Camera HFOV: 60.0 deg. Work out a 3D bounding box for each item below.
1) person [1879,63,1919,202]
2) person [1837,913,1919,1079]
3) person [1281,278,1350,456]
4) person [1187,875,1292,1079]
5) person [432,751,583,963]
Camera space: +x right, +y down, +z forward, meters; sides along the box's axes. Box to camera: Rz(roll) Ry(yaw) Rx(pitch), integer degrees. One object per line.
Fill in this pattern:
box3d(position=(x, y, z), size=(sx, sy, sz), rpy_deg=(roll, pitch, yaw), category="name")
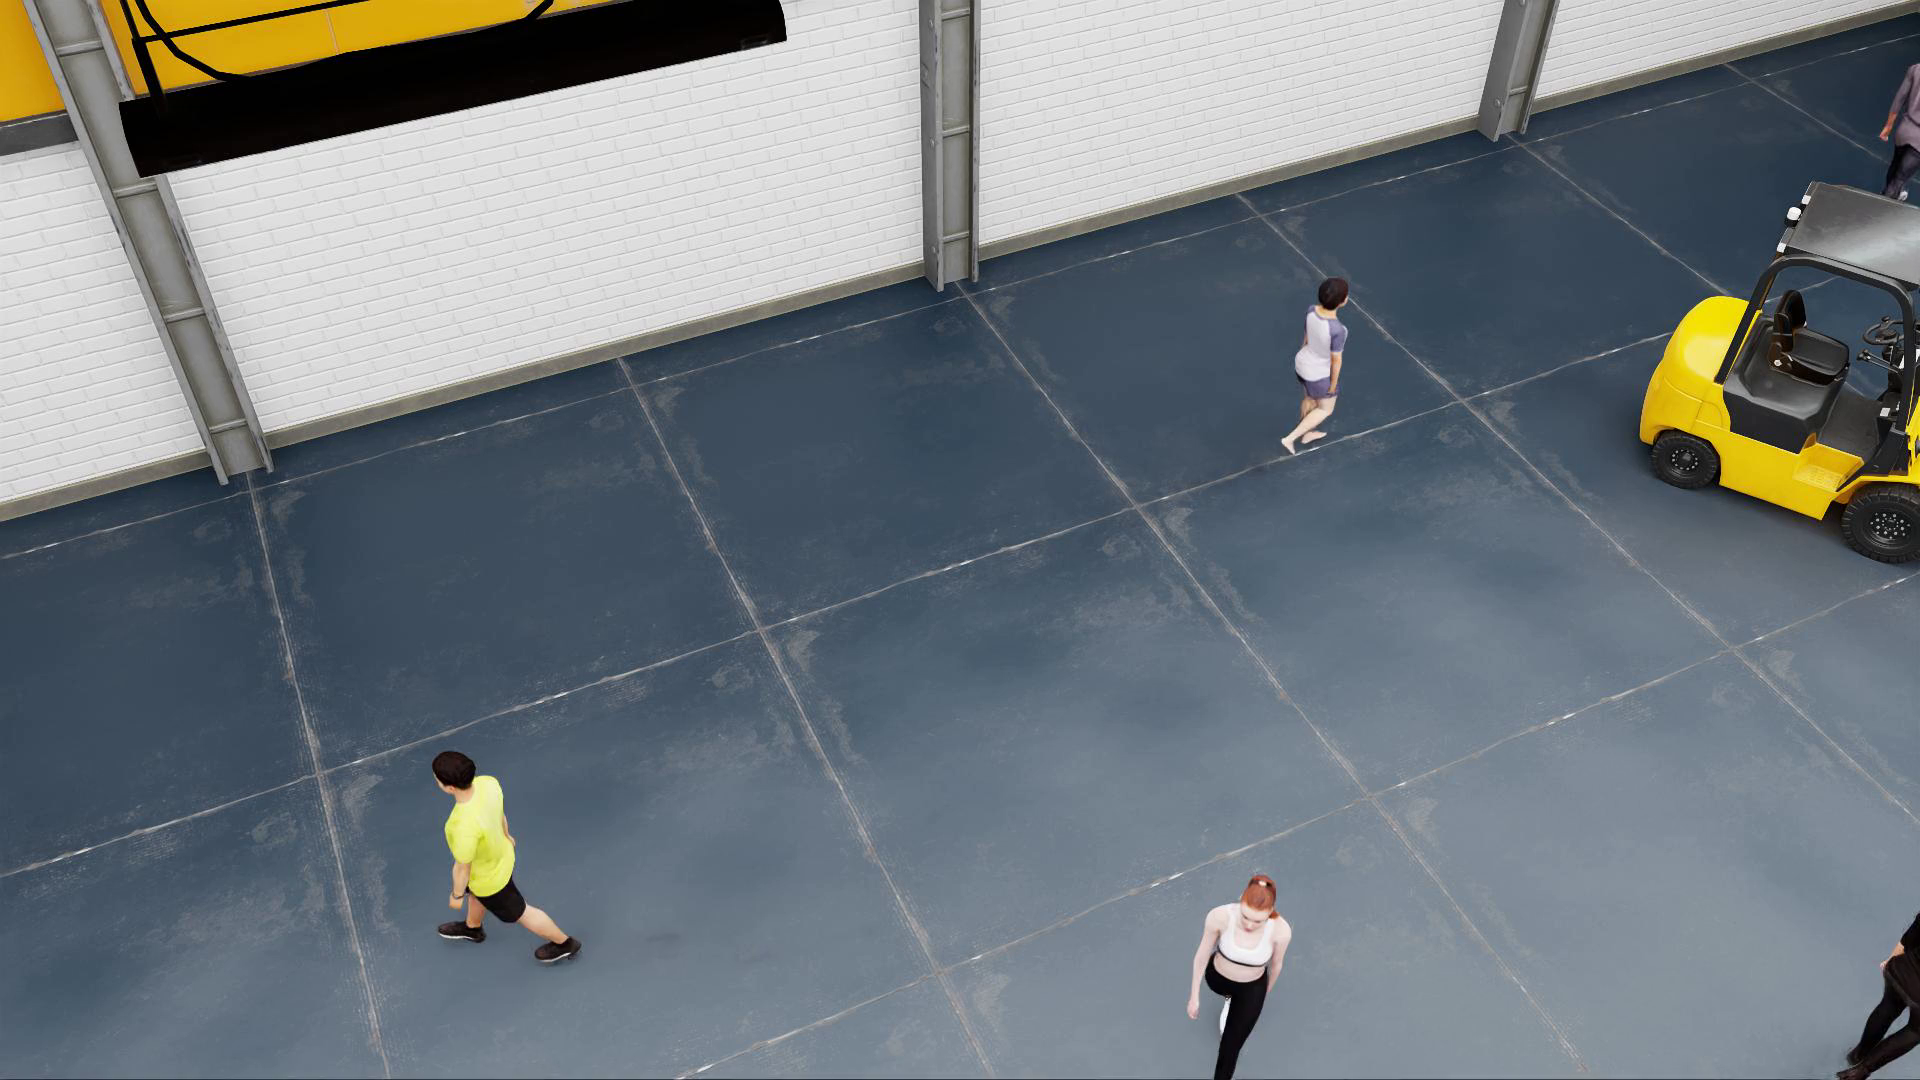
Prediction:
box3d(position=(8.361, -3.527, 14.618), size=(1.228, 1.809, 0.832), rpy_deg=(-26, 50, -25), category="person")
box3d(position=(4.896, 2.338, 8.592), size=(0.776, 1.629, 0.580), rpy_deg=(-20, 47, -20), category="person")
box3d(position=(2.626, -1.275, 12.441), size=(0.767, 1.552, 0.588), rpy_deg=(-22, 48, -21), category="person")
box3d(position=(1.443, 2.230, 8.664), size=(1.144, 1.688, 1.194), rpy_deg=(14, 45, 14), category="person")
box3d(position=(-2.514, 1.787, 9.140), size=(1.176, 1.671, 0.921), rpy_deg=(0, 44, 0), category="person")
